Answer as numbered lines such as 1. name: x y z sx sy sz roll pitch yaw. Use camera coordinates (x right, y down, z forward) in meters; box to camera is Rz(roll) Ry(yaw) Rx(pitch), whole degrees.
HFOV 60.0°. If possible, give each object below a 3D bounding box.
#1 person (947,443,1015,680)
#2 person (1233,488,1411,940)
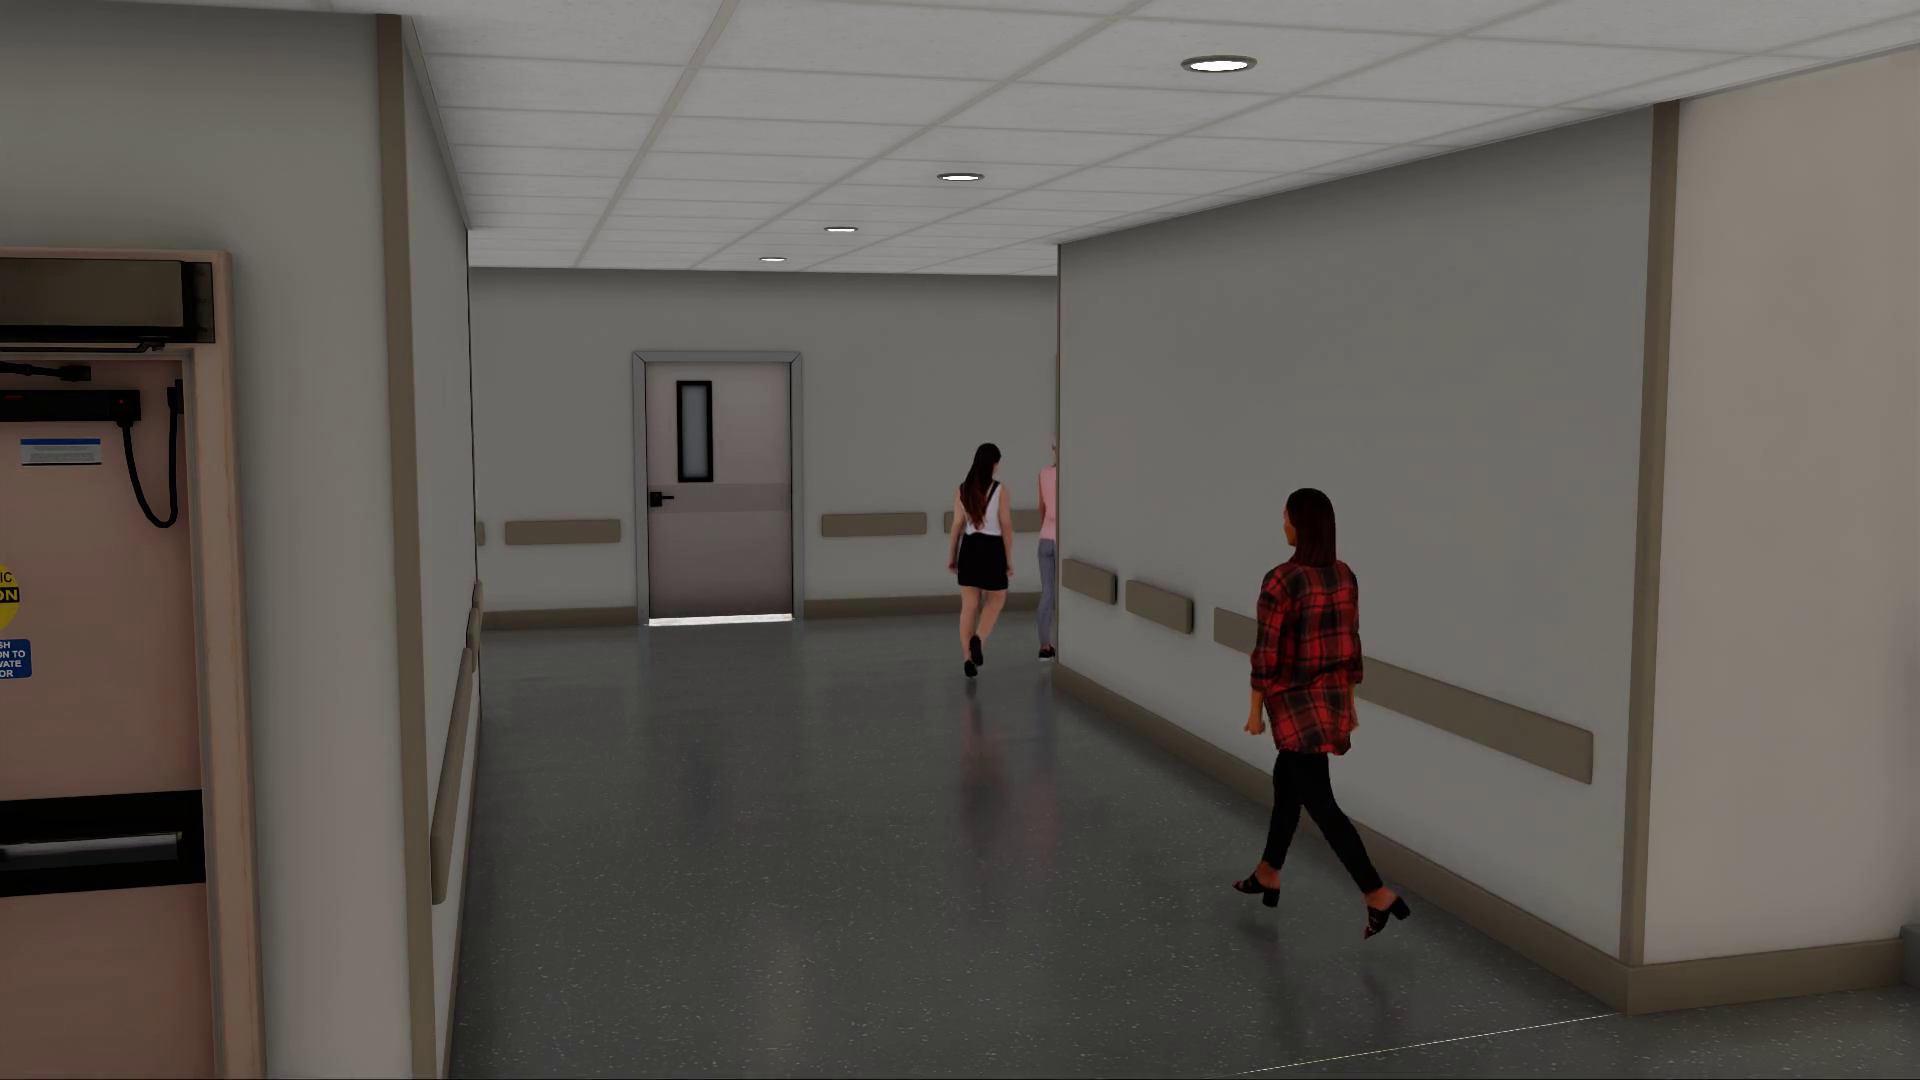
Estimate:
1. person: 0.152 0.163 11.477 0.782 1.634 0.853 1 6 11
2. person: 1.370 0.675 6.237 1.140 1.664 0.925 -4 7 -34
